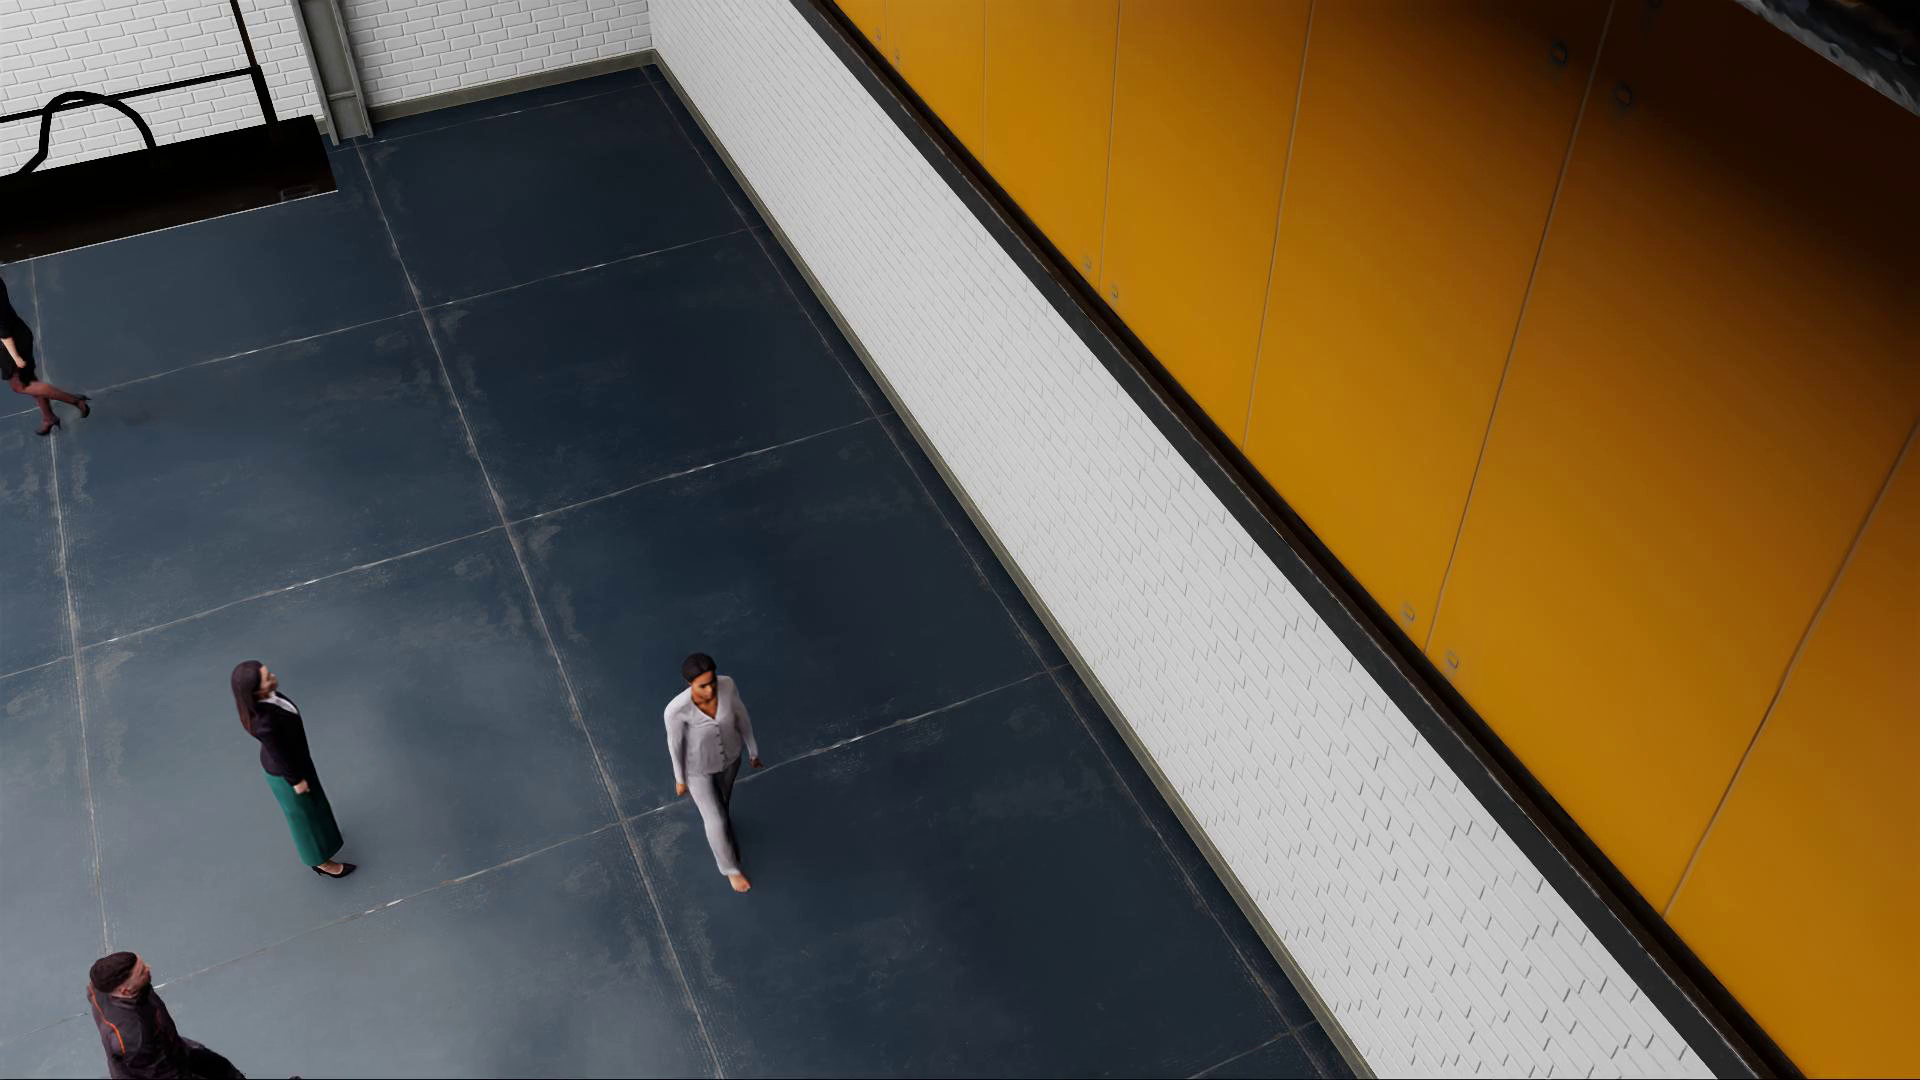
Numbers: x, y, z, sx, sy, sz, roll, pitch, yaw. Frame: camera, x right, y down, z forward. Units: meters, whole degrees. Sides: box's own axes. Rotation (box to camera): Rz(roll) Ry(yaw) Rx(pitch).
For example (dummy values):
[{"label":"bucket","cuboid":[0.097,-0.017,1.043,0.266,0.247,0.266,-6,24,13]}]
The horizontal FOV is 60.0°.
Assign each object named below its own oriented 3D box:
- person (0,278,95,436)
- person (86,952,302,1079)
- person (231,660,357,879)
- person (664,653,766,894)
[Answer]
[{"label":"person","cuboid":[-7.066,-1.485,12.588,0.796,1.694,0.662,-11,45,-11]},{"label":"person","cuboid":[-4.033,2.649,8.158,1.068,1.819,0.770,-22,48,-22]},{"label":"person","cuboid":[-3.879,1.319,9.613,0.537,1.738,0.640,-21,48,-21]},{"label":"person","cuboid":[-1.503,1.229,9.721,0.853,1.719,0.851,-31,52,-29]}]
